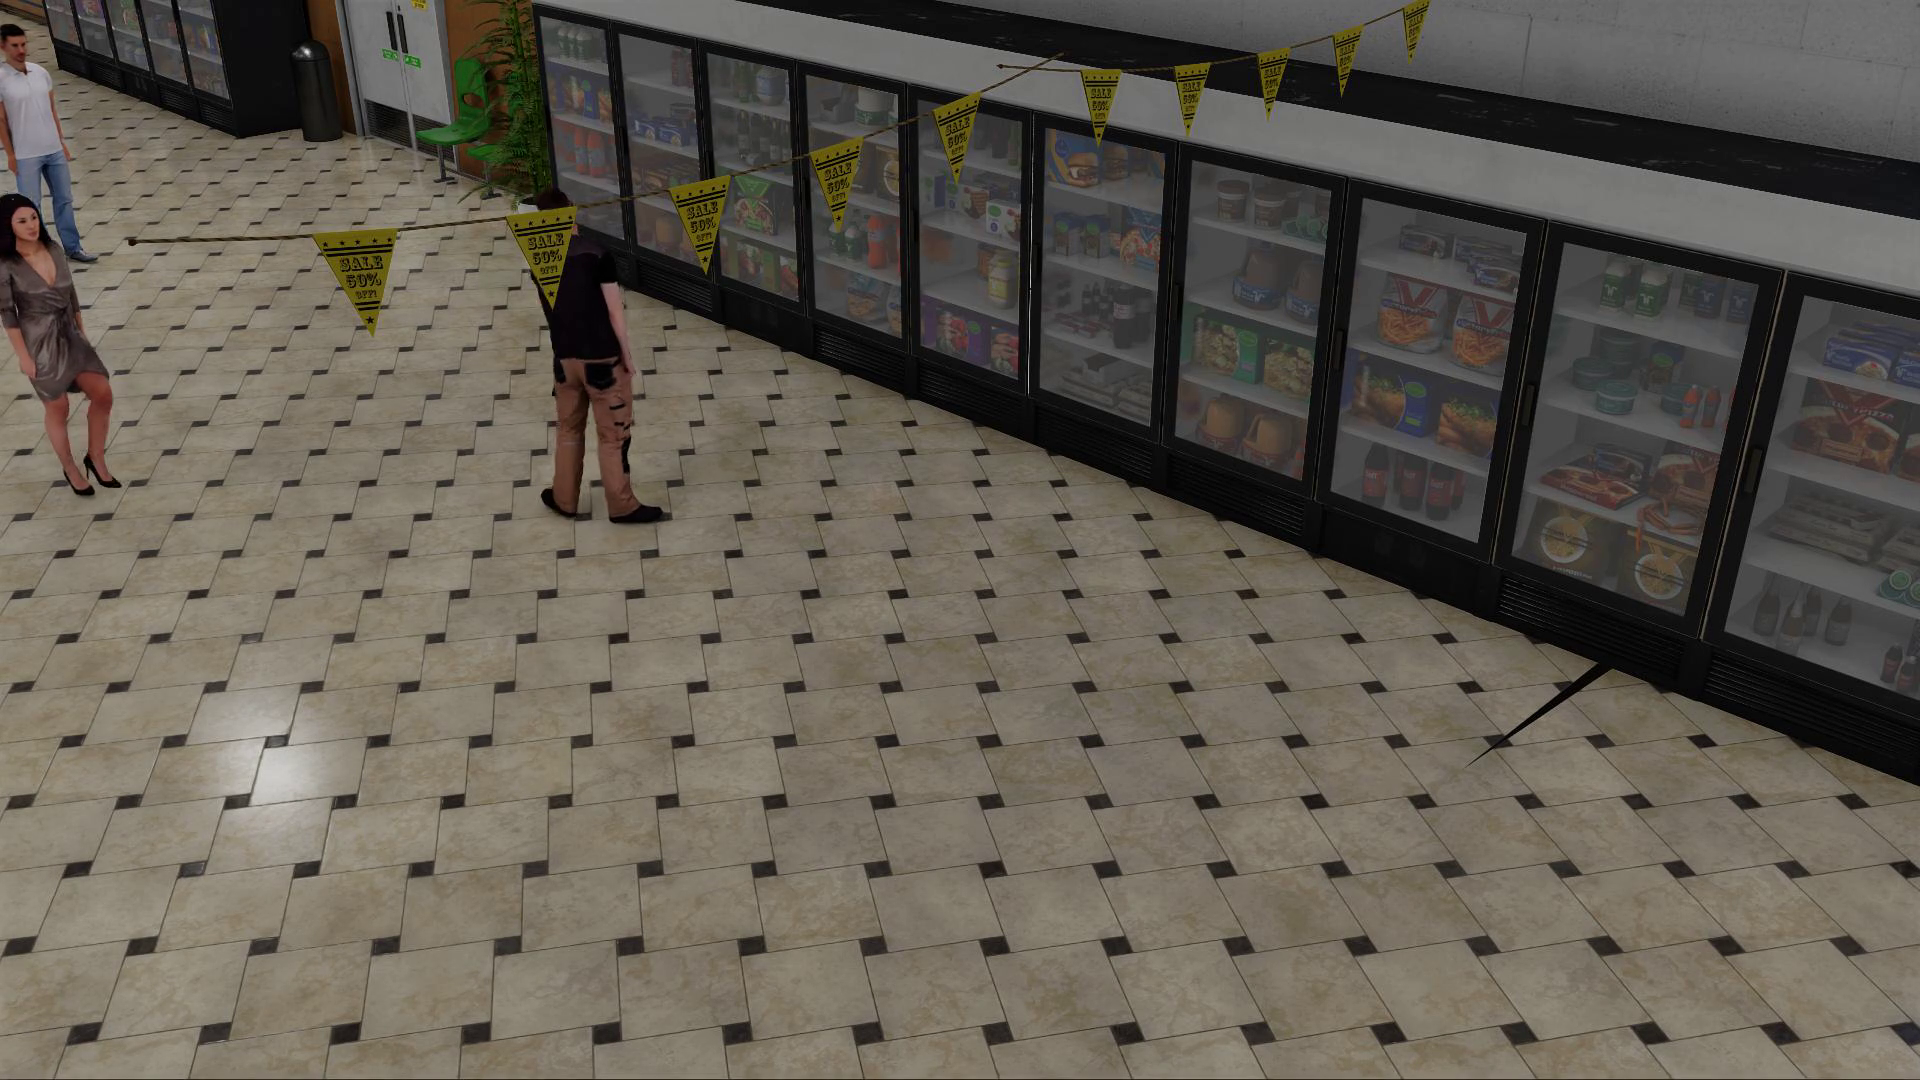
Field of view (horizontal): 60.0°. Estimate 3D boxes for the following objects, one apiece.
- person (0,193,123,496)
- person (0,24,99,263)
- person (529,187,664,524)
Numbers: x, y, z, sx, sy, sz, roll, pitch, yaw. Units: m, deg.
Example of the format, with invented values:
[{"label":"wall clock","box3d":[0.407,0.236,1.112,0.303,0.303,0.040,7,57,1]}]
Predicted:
[{"label":"person","box3d":[-5.002,-1.049,9.089,0.747,1.732,0.633,15,30,26]},{"label":"person","box3d":[-7.141,-3.026,12.843,0.779,1.863,0.579,16,31,29]},{"label":"person","box3d":[-1.942,-0.943,8.791,0.934,1.812,0.770,22,34,37]}]
